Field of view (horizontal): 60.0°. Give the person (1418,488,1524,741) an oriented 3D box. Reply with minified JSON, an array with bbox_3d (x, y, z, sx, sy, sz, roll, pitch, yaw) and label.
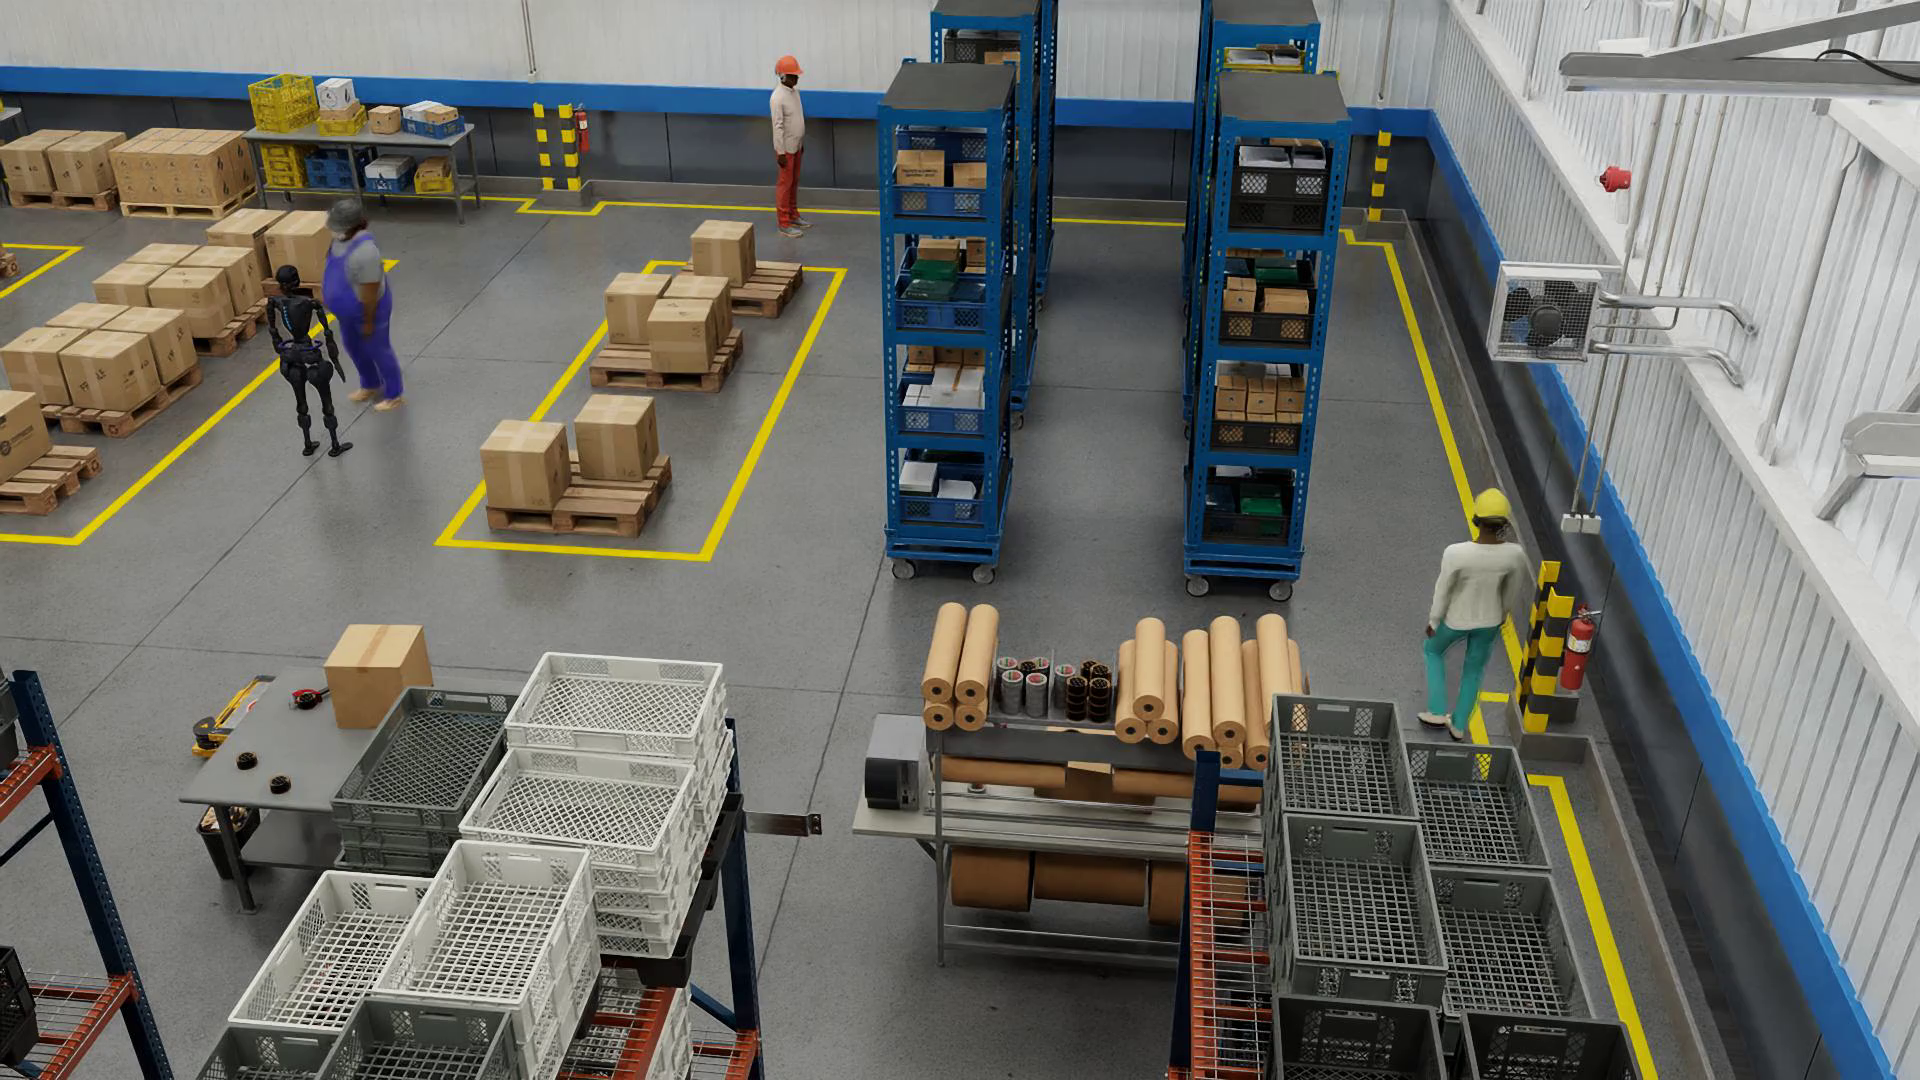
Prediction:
[{"bbox_3d":[3.178,0.462,10.395,0.557,1.750,0.418,-2,30,-4],"label":"person"}]

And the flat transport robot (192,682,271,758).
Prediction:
[{"bbox_3d":[-4.089,1.163,10.648,1.431,0.197,0.652,3,30,6],"label":"flat transport robot"}]

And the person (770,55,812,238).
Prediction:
[{"bbox_3d":[-1.883,-4.385,18.491,0.392,1.992,0.621,8,31,14],"label":"person"}]

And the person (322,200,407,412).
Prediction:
[{"bbox_3d":[-5.202,-2.037,14.412,0.563,2.000,0.723,-23,37,-34],"label":"person"}]

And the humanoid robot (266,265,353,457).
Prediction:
[{"bbox_3d":[-5.431,-1.498,13.830,0.589,1.660,0.327,4,30,7],"label":"humanoid robot"}]
